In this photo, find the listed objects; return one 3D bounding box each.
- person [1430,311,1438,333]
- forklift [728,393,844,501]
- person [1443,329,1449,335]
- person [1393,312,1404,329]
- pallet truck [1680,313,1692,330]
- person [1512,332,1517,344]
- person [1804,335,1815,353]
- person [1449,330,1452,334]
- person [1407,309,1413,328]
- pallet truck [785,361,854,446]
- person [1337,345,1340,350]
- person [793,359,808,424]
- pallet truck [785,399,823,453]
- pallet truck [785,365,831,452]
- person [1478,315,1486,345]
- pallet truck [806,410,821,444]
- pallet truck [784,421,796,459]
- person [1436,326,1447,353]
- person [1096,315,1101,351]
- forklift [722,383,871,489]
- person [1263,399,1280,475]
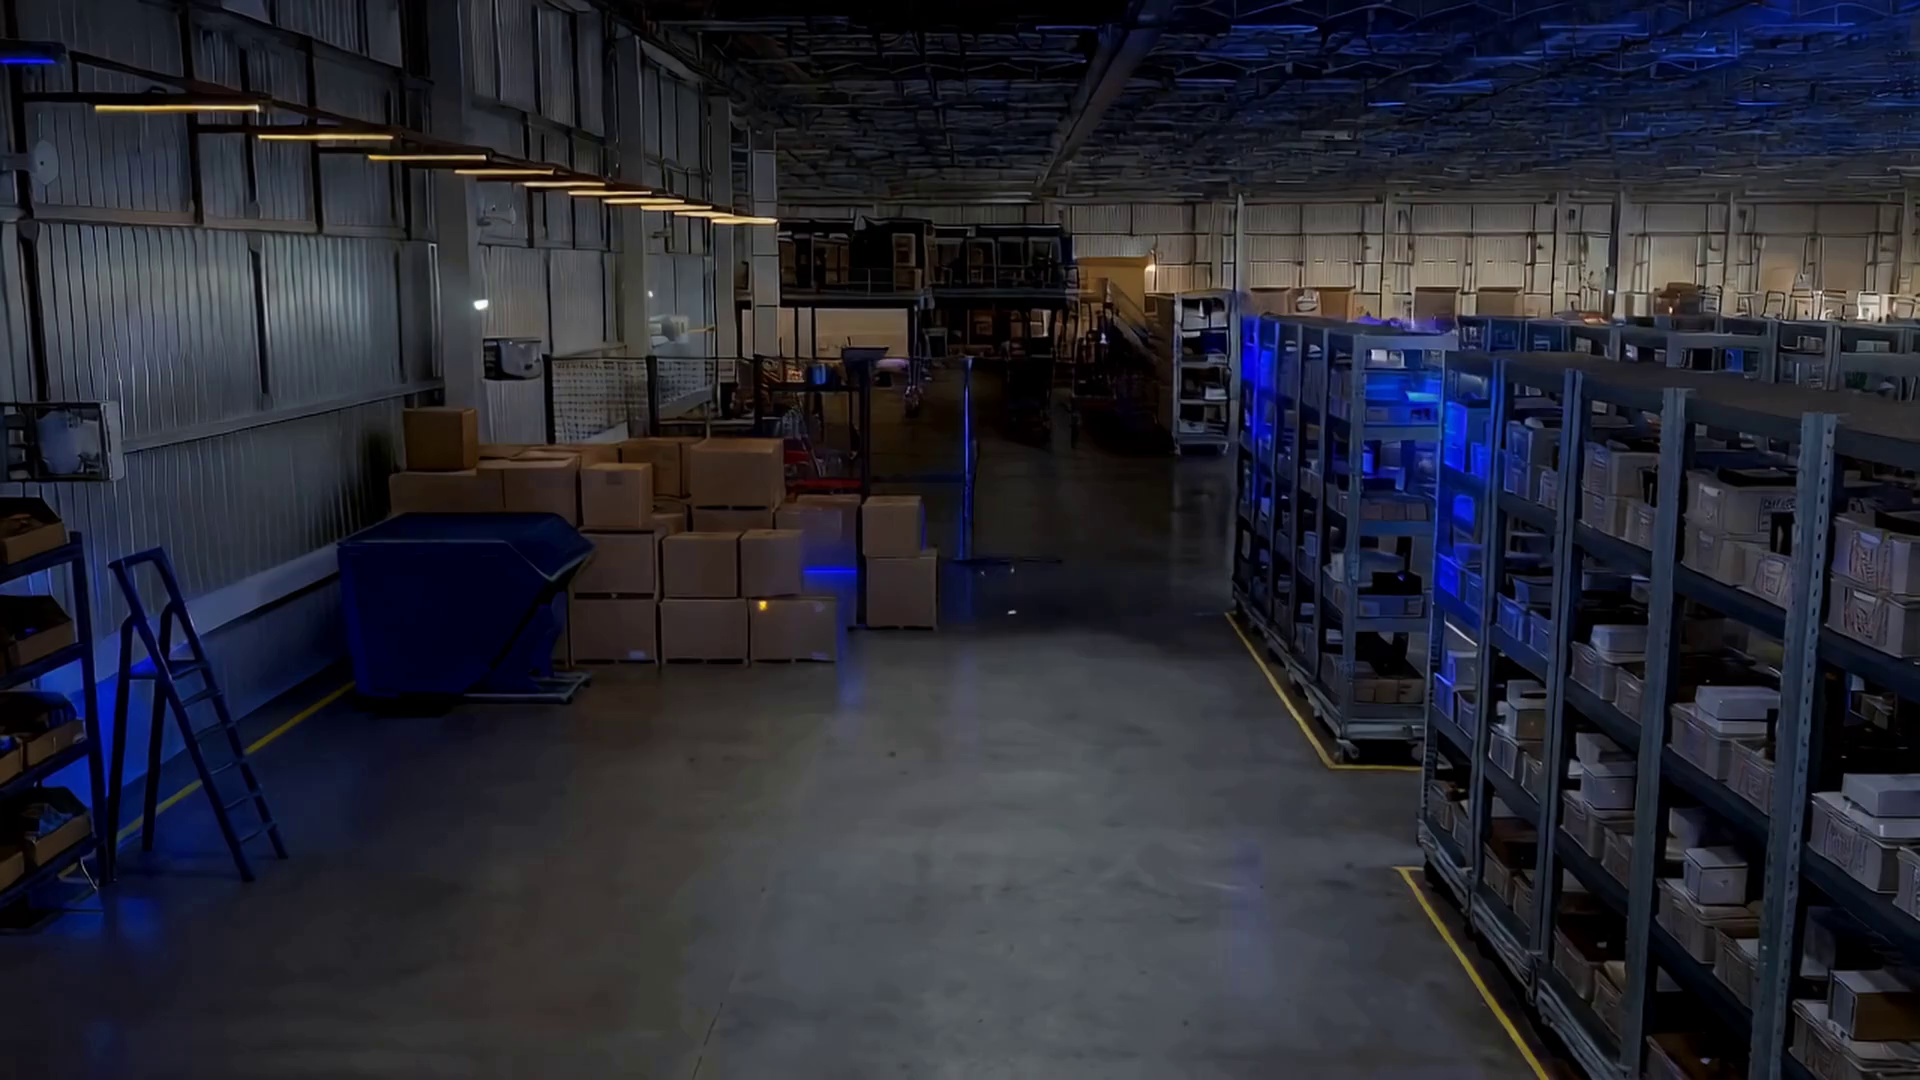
[{"bbox_3d":[26.354,-11.800,92.552,0.429,1.844,0.627,2,10,14],"label":"person"},{"bbox_3d":[-2.979,-1.316,26.476,2.680,1.987,1.157,0,9,1],"label":"forklift"},{"bbox_3d":[18.848,-7.273,64.586,0.400,1.853,0.560,3,10,16],"label":"person"},{"bbox_3d":[23.308,-11.173,88.393,0.626,1.933,0.655,7,12,38],"label":"person"},{"bbox_3d":[36.315,-10.531,84.244,0.823,1.965,1.885,-6,11,-33],"label":"pallet truck"},{"bbox_3d":[20.005,-6.551,59.957,0.713,1.914,0.429,-9,13,-44],"label":"person"},{"bbox_3d":[32.003,-6.963,62.604,0.319,1.876,0.532,-3,10,-16],"label":"person"},{"bbox_3d":[19.310,-7.436,65.932,0.843,1.725,0.546,-1,9,-3],"label":"person"},{"bbox_3d":[25.592,-12.174,94.625,0.395,1.920,0.584,5,11,30],"label":"person"},{"bbox_3d":[-3.410,-3.193,38.978,1.885,1.965,0.823,0,9,-1],"label":"pallet truck"},{"bbox_3d":[16.936,-8.860,74.489,0.828,1.824,0.517,-3,10,-18],"label":"person"},{"bbox_3d":[-4.056,-3.746,42.748,0.787,1.884,0.650,7,11,37],"label":"person"},{"bbox_3d":[-3.814,-2.432,36.419,1.630,1.274,0.653,0,9,1],"label":"pallet truck"},{"bbox_3d":[-3.774,-2.976,37.635,1.885,1.965,0.823,1,9,5],"label":"pallet truck"},{"bbox_3d":[26.626,-10.484,84.447,0.658,1.831,0.434,-3,10,-19],"label":"person"},{"bbox_3d":[-3.559,-2.018,33.905,1.522,1.261,0.704,0,9,-1],"label":"pallet truck"},{"bbox_3d":[-4.013,-1.793,32.705,1.601,1.201,0.680,0,9,1],"label":"pallet truck"},{"bbox_3d":[19.236,-7.637,66.652,0.732,1.912,0.545,-4,10,-23],"label":"person"},{"bbox_3d":[6.853,-10.364,83.557,0.572,1.886,0.355,1,9,8],"label":"person"},{"bbox_3d":[-2.893,-1.687,28.729,2.680,1.987,1.157,0,9,-1],"label":"forklift"},{"bbox_3d":[6.306,-2.318,33.440,0.390,2.040,0.614,2,9,10],"label":"person"}]
